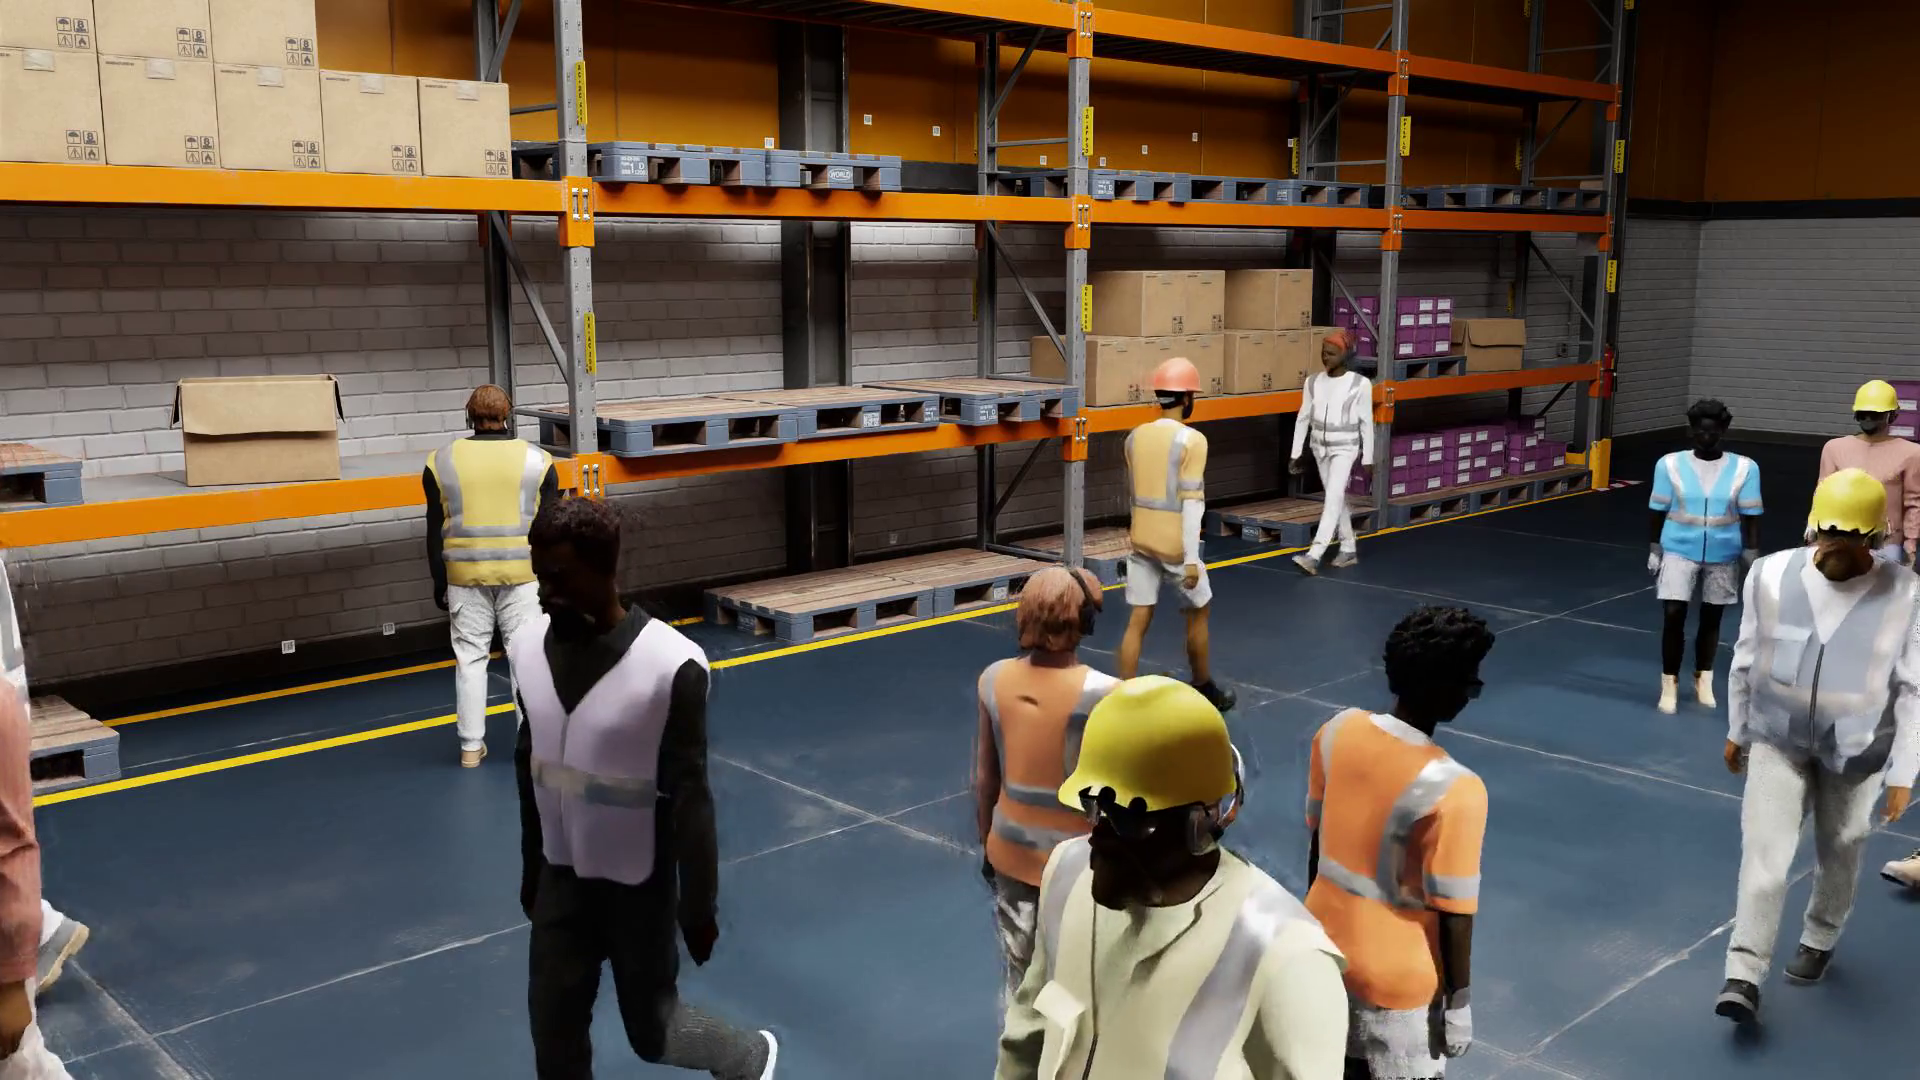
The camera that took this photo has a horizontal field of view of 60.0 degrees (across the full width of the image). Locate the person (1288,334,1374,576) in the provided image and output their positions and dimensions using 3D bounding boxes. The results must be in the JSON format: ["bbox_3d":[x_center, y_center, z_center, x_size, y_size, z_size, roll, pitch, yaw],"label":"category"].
[{"bbox_3d":[2.817,-0.654,12.772,1.000,1.824,0.593,-9,13,-43],"label":"person"}]

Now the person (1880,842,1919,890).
[{"bbox_3d":[3.944,0.392,6.171,0.985,1.997,0.635,-4,11,-23],"label":"person"}]

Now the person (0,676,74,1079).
[{"bbox_3d":[-2.258,0.865,3.612,0.636,1.934,1.034,2,10,9],"label":"person"}]

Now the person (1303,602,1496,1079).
[{"bbox_3d":[0.916,0.963,3.757,0.512,1.672,0.566,-4,10,-22],"label":"person"}]

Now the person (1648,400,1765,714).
[{"bbox_3d":[3.951,0.096,8.831,0.556,1.664,0.619,3,10,16],"label":"person"}]

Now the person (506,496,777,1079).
[{"bbox_3d":[-0.817,0.799,4.139,0.613,1.887,0.808,5,11,29],"label":"person"}]

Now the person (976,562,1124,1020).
[{"bbox_3d":[0.263,0.867,4.455,0.534,1.623,0.363,8,12,38],"label":"person"}]

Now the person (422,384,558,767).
[{"bbox_3d":[-2.216,0.174,7.943,0.619,1.836,0.430,-2,10,-14],"label":"person"}]

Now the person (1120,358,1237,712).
[{"bbox_3d":[1.140,0.010,8.678,0.879,1.897,0.568,-8,13,-40],"label":"person"}]

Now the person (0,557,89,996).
[{"bbox_3d":[-3.159,0.612,5.246,0.423,1.868,0.604,-7,12,-37],"label":"person"}]

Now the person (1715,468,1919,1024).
[{"bbox_3d":[2.715,0.657,5.262,0.604,1.771,0.949,7,12,35],"label":"person"}]

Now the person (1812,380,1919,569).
[{"bbox_3d":[4.952,0.007,9.108,0.535,1.766,0.317,7,12,35],"label":"person"}]

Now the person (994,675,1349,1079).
[{"bbox_3d":[0.236,1.097,2.614,0.845,1.796,0.610,-7,12,-34],"label":"person"}]
